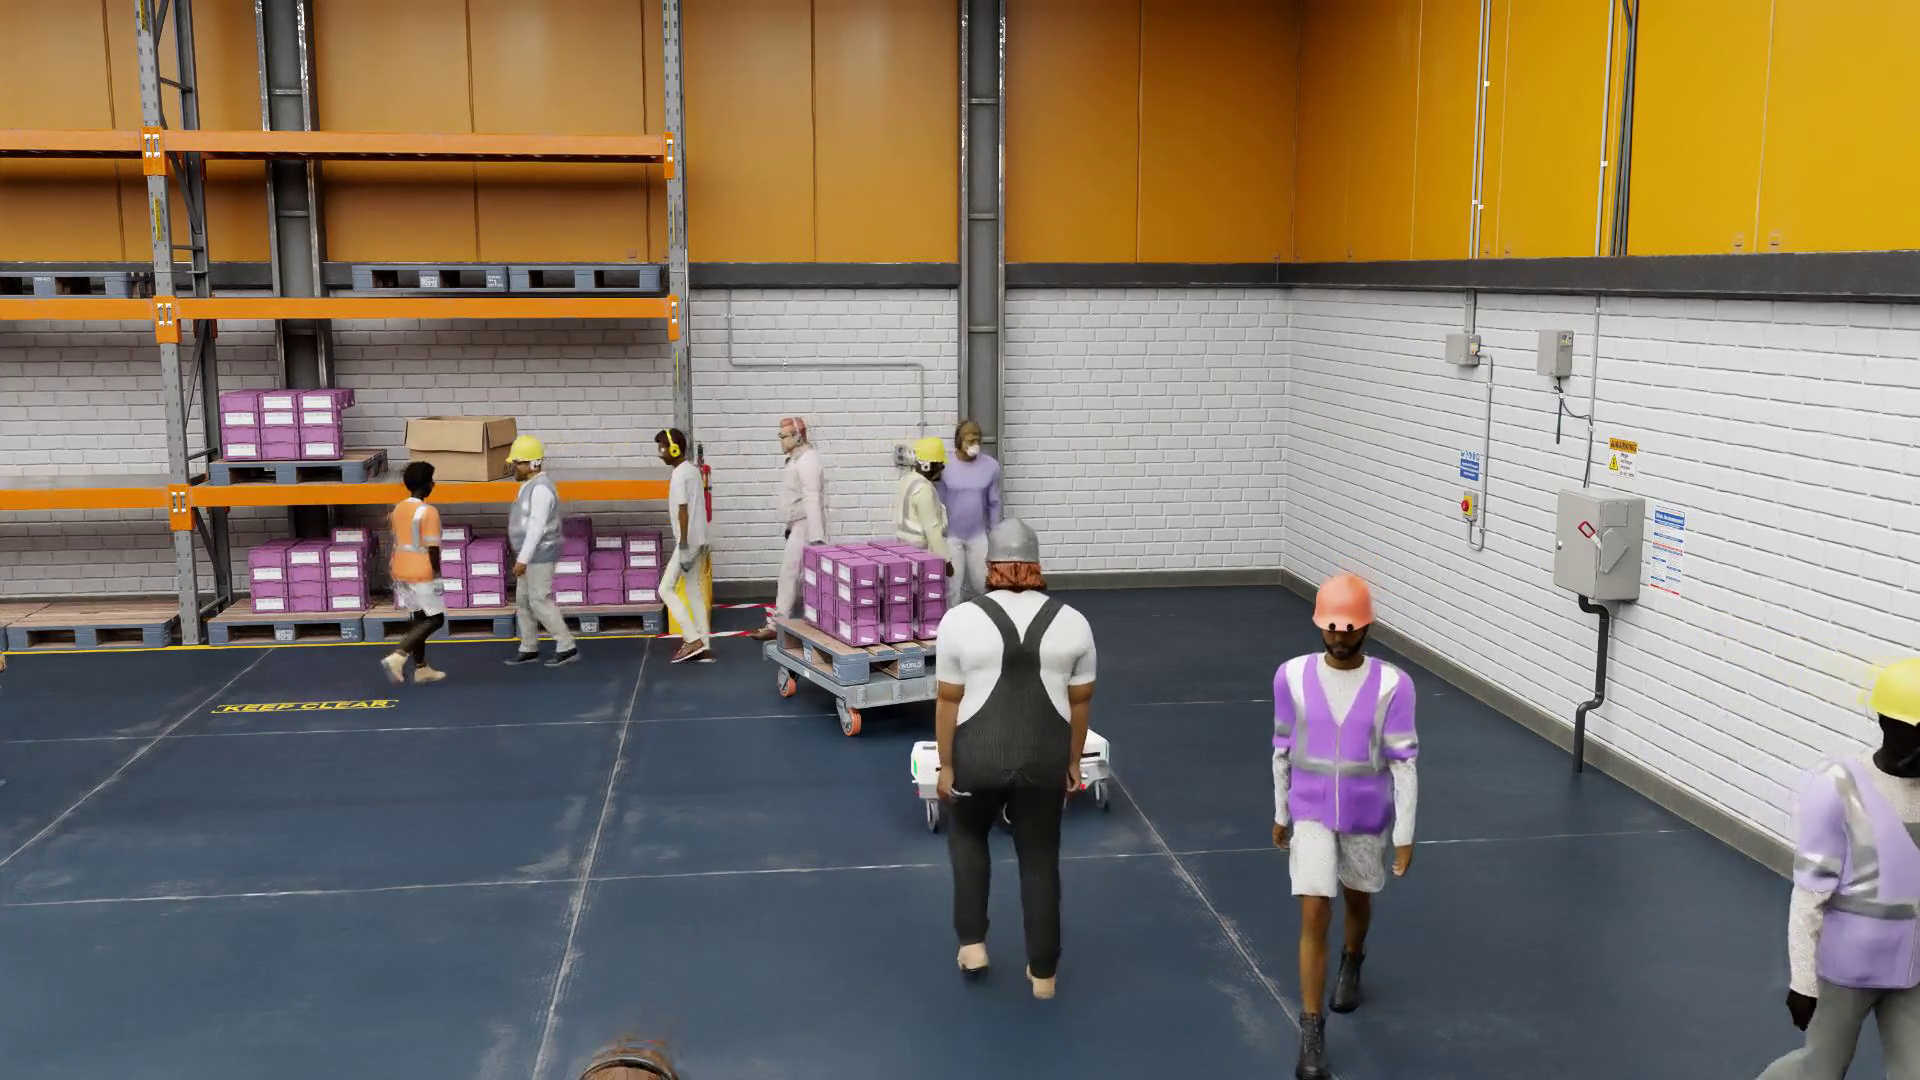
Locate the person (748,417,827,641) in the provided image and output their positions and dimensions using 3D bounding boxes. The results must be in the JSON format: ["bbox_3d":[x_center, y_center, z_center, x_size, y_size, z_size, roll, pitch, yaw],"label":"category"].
[{"bbox_3d":[-1.368,-0.083,13.670,0.895,1.857,0.787,-1,9,-7],"label":"person"}]

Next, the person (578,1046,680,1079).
[{"bbox_3d":[-0.506,1.684,2.839,0.620,1.815,0.884,-2,9,-11],"label":"person"}]

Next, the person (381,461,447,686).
[{"bbox_3d":[-4.001,0.263,12.110,0.555,1.674,0.496,8,12,41],"label":"person"}]

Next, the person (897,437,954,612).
[{"bbox_3d":[-0.249,0.092,12.877,0.911,1.778,0.598,-1,9,-5],"label":"person"}]

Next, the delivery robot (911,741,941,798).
[{"bbox_3d":[0.088,1.248,9.161,0.707,0.478,0.477,1,9,4],"label":"delivery robot"}]

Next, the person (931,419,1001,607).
[{"bbox_3d":[0.001,-0.022,13.187,0.646,1.916,0.605,-4,10,-21],"label":"person"}]

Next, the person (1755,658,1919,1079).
[{"bbox_3d":[2.804,1.264,5.185,0.603,1.902,0.869,-2,9,-9],"label":"person"}]

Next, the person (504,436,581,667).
[{"bbox_3d":[-3.207,0.101,12.764,0.526,1.810,0.607,-4,10,-25],"label":"person"}]

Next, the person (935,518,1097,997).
[{"bbox_3d":[0.235,0.889,7.075,0.694,2.000,0.614,-2,9,-10],"label":"person"}]

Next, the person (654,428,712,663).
[{"bbox_3d":[-2.139,0.050,12.933,0.474,1.835,0.553,1,9,9],"label":"person"}]

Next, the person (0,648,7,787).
[{"bbox_3d":[-5.776,0.589,9.642,0.452,1.820,0.571,-9,13,-44],"label":"person"}]

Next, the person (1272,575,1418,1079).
[{"bbox_3d":[1.502,1.054,6.531,0.560,1.892,0.983,3,9,16],"label":"person"}]

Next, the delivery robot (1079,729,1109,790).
[{"bbox_3d":[0.580,1.179,9.595,0.477,0.478,0.707,-3,10,-20],"label":"delivery robot"}]
